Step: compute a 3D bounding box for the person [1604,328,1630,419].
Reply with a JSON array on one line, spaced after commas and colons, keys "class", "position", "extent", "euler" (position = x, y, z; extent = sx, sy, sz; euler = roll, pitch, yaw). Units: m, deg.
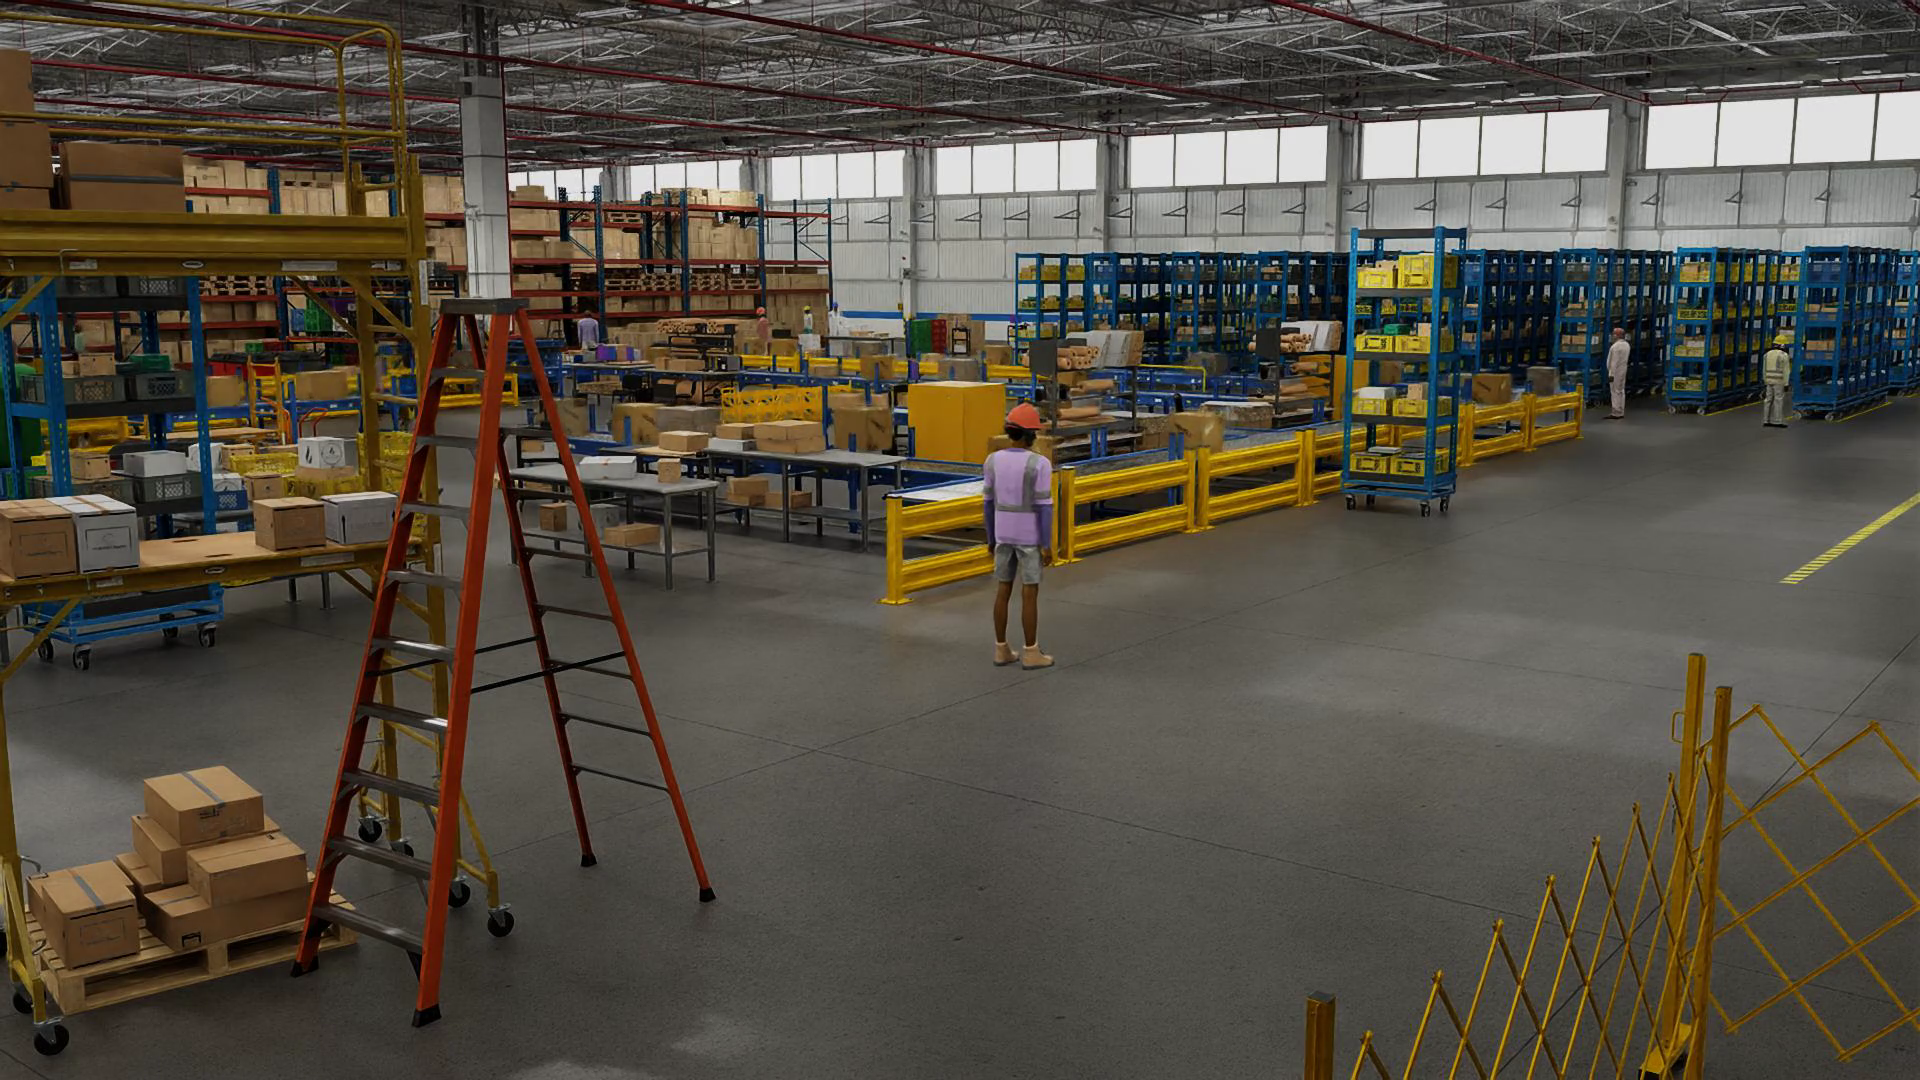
[{"class": "person", "position": [13.694, -3.466, 34.718], "extent": [0.402, 1.899, 0.652], "euler": [8, 12, 42]}]

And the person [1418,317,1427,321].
[{"class": "person", "position": [15.966, -7.019, 57.131], "extent": [0.805, 1.812, 0.597], "euler": [7, 11, 37]}]

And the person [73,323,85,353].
[{"class": "person", "position": [-25.332, -5.449, 47.965], "extent": [0.509, 1.611, 0.585], "euler": [8, 12, 40]}]

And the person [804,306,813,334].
[{"class": "person", "position": [-6.012, -8.374, 65.764], "extent": [0.327, 1.769, 0.525], "euler": [-7, 11, -37]}]

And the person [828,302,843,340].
[{"class": "person", "position": [-4.753, -8.112, 63.559], "extent": [0.614, 1.945, 0.406], "euler": [-3, 9, -15]}]

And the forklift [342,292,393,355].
[{"class": "forklift", "position": [-16.485, -5.622, 45.120], "extent": [1.129, 2.768, 1.873], "euler": [7, 11, 37]}]

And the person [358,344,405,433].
[{"class": "person", "position": [-11.091, -2.913, 31.815], "extent": [0.811, 1.718, 0.539], "euler": [-4, 10, -24]}]

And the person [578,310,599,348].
[{"class": "person", "position": [-11.317, -6.050, 50.718], "extent": [0.637, 1.938, 0.355], "euler": [-1, 9, -7]}]

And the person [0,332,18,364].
[{"class": "person", "position": [-22.697, -4.212, 39.402], "extent": [0.669, 1.887, 0.449], "euler": [-7, 12, -39]}]

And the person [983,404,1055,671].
[{"class": "person", "position": [0.465, -0.025, 12.789], "extent": [0.609, 2.043, 0.397], "euler": [7, 11, 36]}]

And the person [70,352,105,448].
[{"class": "person", "position": [-15.268, -2.448, 29.046], "extent": [0.540, 1.687, 0.487], "euler": [8, 12, 40]}]

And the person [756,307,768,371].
[{"class": "person", "position": [-6.129, -6.217, 51.580], "extent": [0.375, 1.997, 0.612], "euler": [2, 9, 13]}]

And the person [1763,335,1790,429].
[{"class": "person", "position": [16.051, -3.102, 32.654], "extent": [0.404, 1.829, 0.600], "euler": [-3, 10, -18]}]

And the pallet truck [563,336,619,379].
[{"class": "pallet truck", "position": [-10.690, -5.294, 48.215], "extent": [1.601, 1.201, 0.680], "euler": [-5, 10, -26]}]

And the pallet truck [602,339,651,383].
[{"class": "pallet truck", "position": [-8.991, -4.871, 45.351], "extent": [0.653, 1.274, 1.630], "euler": [7, 11, 37]}]
